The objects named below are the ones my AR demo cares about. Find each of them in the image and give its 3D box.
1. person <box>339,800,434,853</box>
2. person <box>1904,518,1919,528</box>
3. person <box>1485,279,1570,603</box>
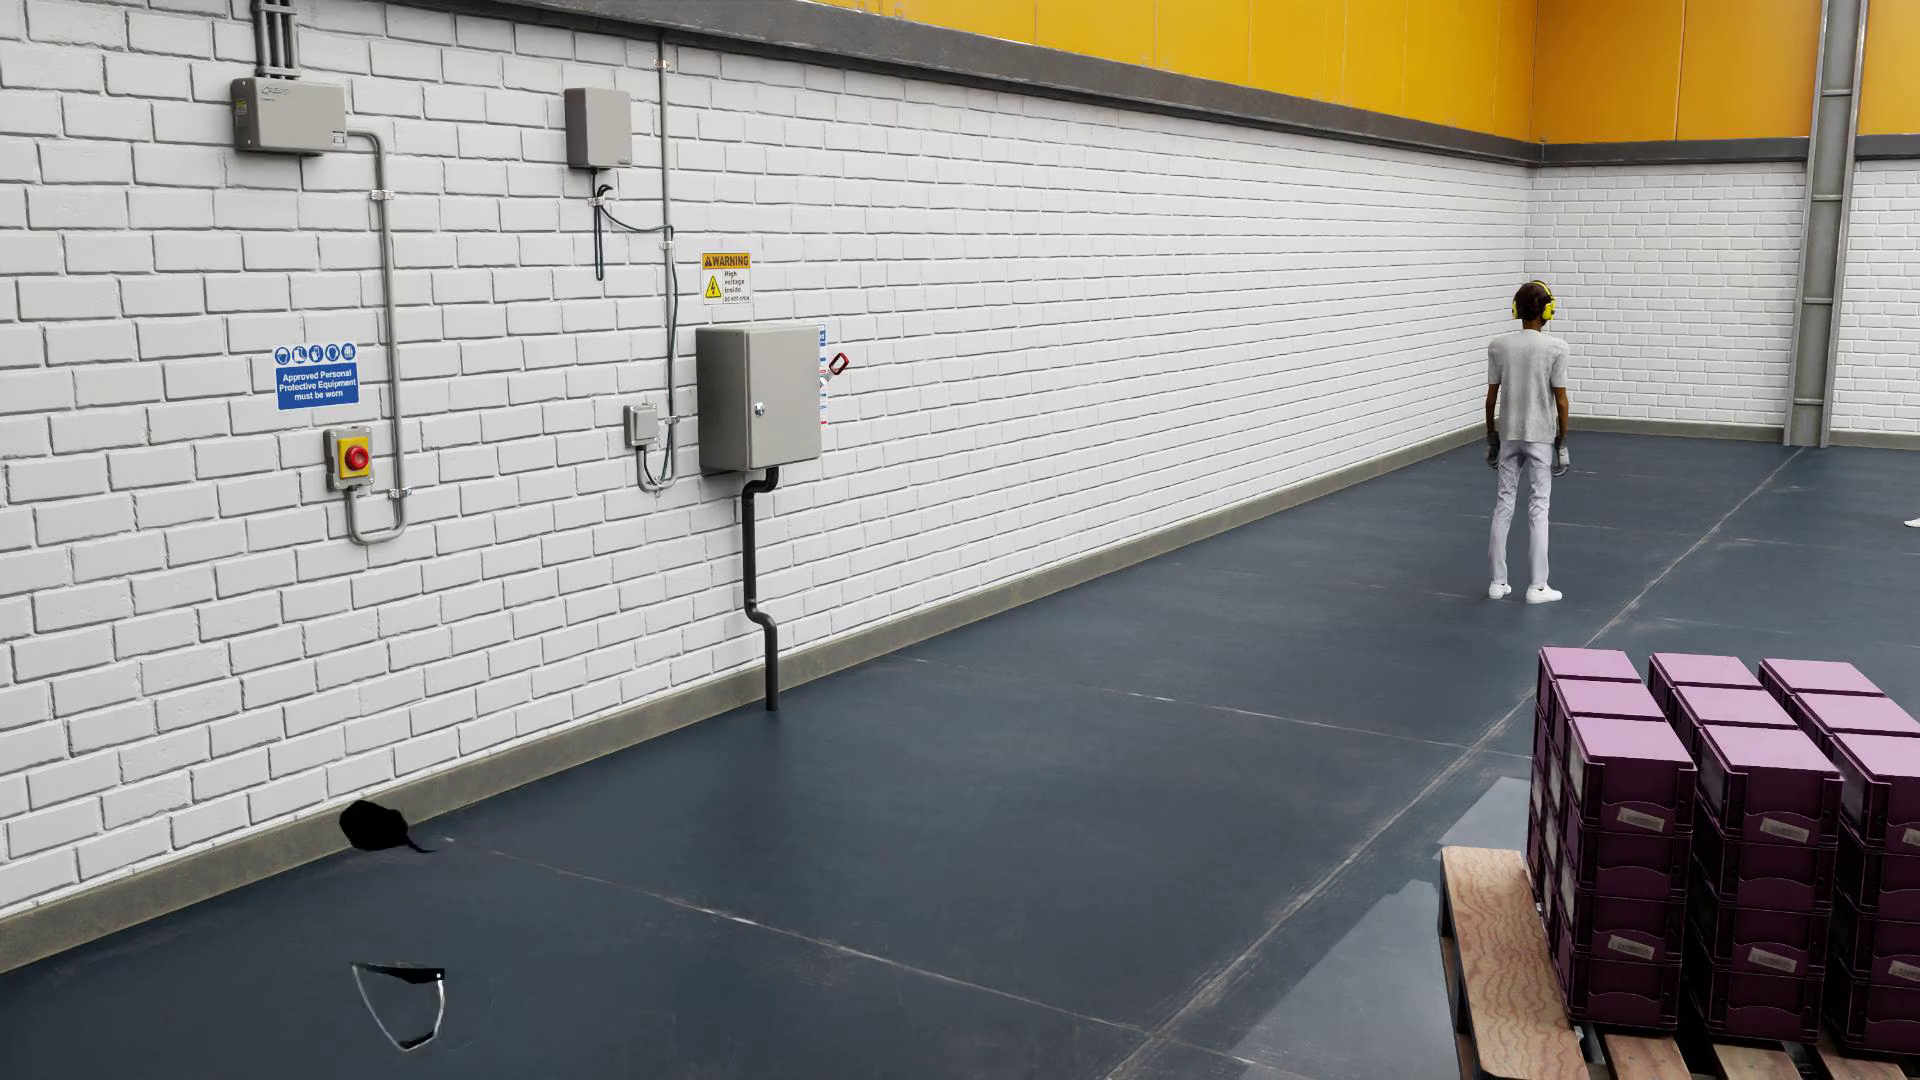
[{"bbox_3d":[-0.300,1.020,0.980,0.381,1.845,0.510,0,10,-1],"label":"person"},{"bbox_3d":[7.094,-0.980,11.877,0.402,1.904,0.652,1,10,4],"label":"person"},{"bbox_3d":[3.304,-0.560,9.676,0.508,1.862,0.329,9,13,40],"label":"person"}]
